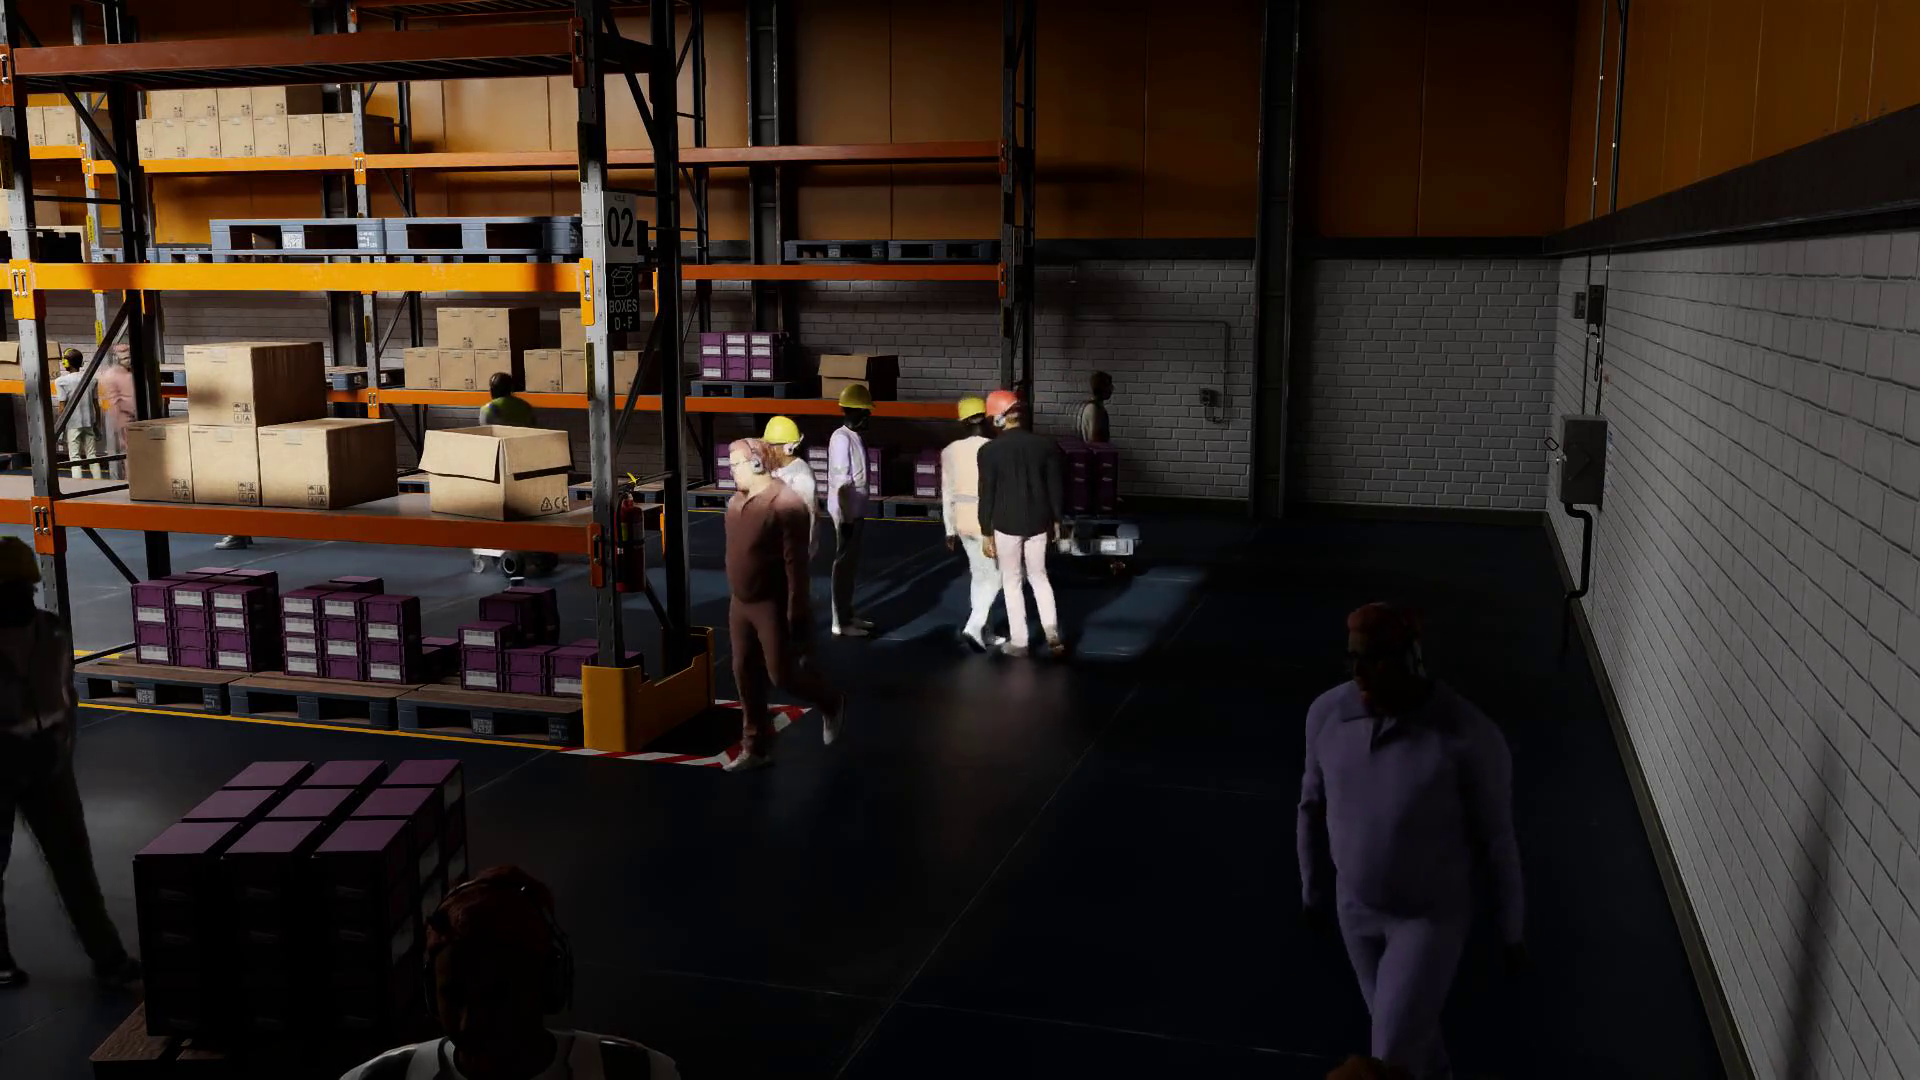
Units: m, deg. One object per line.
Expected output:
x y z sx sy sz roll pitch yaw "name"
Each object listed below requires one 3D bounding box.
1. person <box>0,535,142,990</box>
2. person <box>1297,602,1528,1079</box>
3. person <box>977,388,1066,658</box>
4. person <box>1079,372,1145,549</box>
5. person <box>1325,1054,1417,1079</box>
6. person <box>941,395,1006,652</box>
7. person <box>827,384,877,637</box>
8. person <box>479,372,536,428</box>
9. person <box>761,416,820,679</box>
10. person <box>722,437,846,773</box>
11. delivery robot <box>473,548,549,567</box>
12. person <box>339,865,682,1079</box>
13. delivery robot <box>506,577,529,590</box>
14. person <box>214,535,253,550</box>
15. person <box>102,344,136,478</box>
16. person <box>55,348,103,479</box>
-3.565 0.882 6.359 0.800 1.794 0.598 6 11 33 "person"
1.367 1.072 5.035 0.938 1.856 0.698 -9 13 -42 "person"
0.450 -0.098 11.828 0.675 1.962 0.638 -3 10 -17 "person"
1.314 -0.780 16.529 0.987 1.793 0.540 2 9 11 "person"
0.612 1.576 2.610 0.506 1.631 0.269 -1 9 -4 "person"
0.148 -0.113 12.146 0.616 1.887 0.563 6 11 35 "person"
-0.815 -0.231 12.731 0.385 1.925 0.591 1 9 6 "person"
-4.292 -0.710 16.022 0.843 1.813 0.636 8 12 41 "person"
-1.174 0.071 11.264 0.418 1.815 0.639 -4 10 -23 "person"
-1.040 0.348 9.382 0.653 1.872 0.713 9 13 43 "person"
-4.123 -0.003 15.230 0.707 0.478 0.477 5 11 30 "delivery robot"
-0.714 1.437 2.696 0.586 1.882 0.340 -1 9 -7 "person"
-3.206 0.512 12.074 0.477 0.478 0.707 -1 9 -5 "delivery robot"
-7.302 -0.877 16.601 0.394 1.949 0.602 -1 9 -7 "person"
-10.084 -1.447 20.293 0.435 1.877 0.646 4 10 23 "person"
-10.316 -1.306 19.466 0.315 1.867 0.532 6 11 33 "person"
